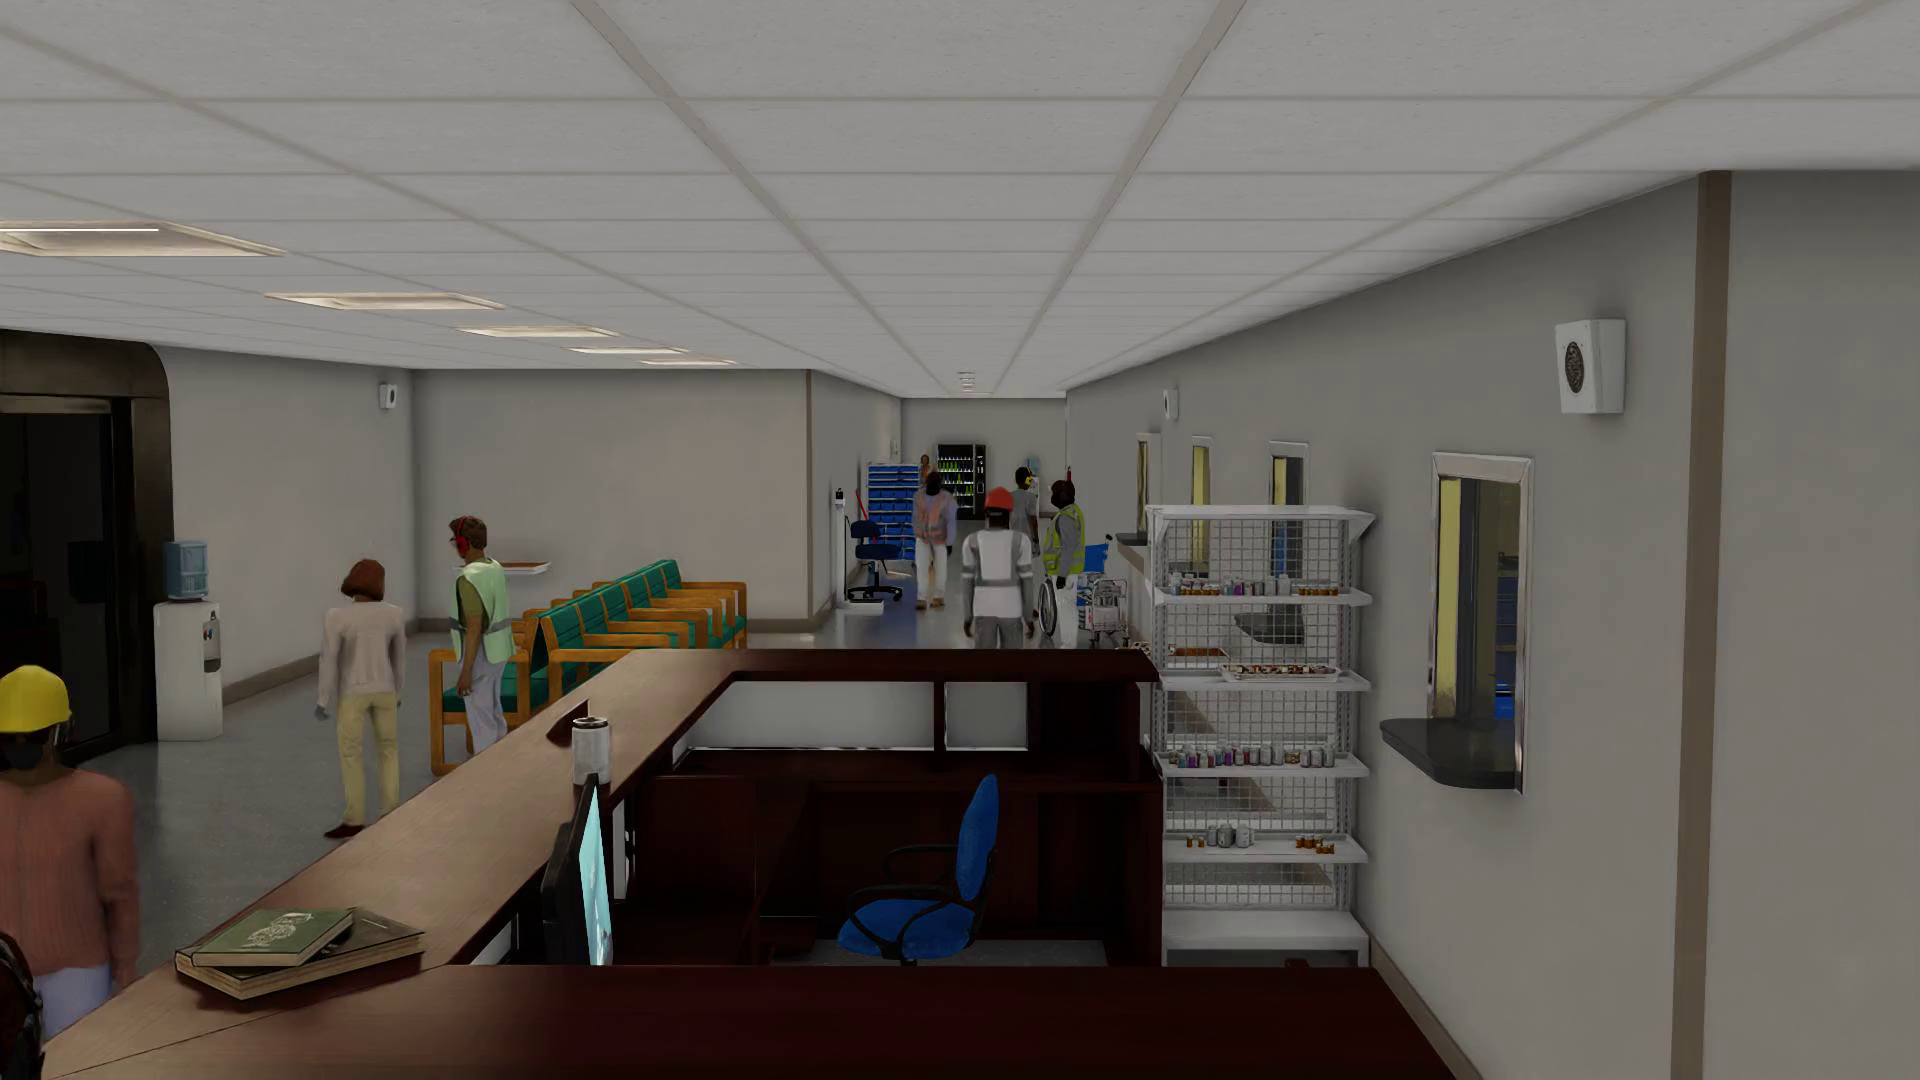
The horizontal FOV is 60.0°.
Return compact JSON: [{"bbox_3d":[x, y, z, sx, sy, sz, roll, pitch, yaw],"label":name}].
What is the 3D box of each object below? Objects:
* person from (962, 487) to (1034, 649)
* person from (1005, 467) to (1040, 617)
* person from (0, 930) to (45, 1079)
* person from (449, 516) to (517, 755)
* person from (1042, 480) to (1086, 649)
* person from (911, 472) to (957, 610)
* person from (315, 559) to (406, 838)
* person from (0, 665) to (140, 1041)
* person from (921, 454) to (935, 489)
[{"bbox_3d":[0.294,0.543,12.940,0.551,1.939,0.451,0,4,7],"label":"person"},{"bbox_3d":[0.785,0.028,20.529,0.508,1.865,0.329,3,5,39],"label":"person"},{"bbox_3d":[-1.200,1.365,1.983,0.626,1.837,0.429,-2,5,-29],"label":"person"},{"bbox_3d":[-2.952,0.770,10.275,0.387,1.838,0.565,0,4,1],"label":"person"},{"bbox_3d":[1.035,0.317,16.617,0.429,1.841,0.633,1,4,9],"label":"person"},{"bbox_3d":[-0.351,0.014,21.349,0.638,1.774,0.929,1,4,15],"label":"person"},{"bbox_3d":[-3.494,0.927,9.726,0.321,1.611,0.552,4,6,44],"label":"person"},{"bbox_3d":[-2.637,1.207,4.818,0.531,1.745,0.684,-1,4,-11],"label":"person"},{"bbox_3d":[-0.829,-1.203,39.306,0.522,1.645,0.306,1,4,18],"label":"person"}]
